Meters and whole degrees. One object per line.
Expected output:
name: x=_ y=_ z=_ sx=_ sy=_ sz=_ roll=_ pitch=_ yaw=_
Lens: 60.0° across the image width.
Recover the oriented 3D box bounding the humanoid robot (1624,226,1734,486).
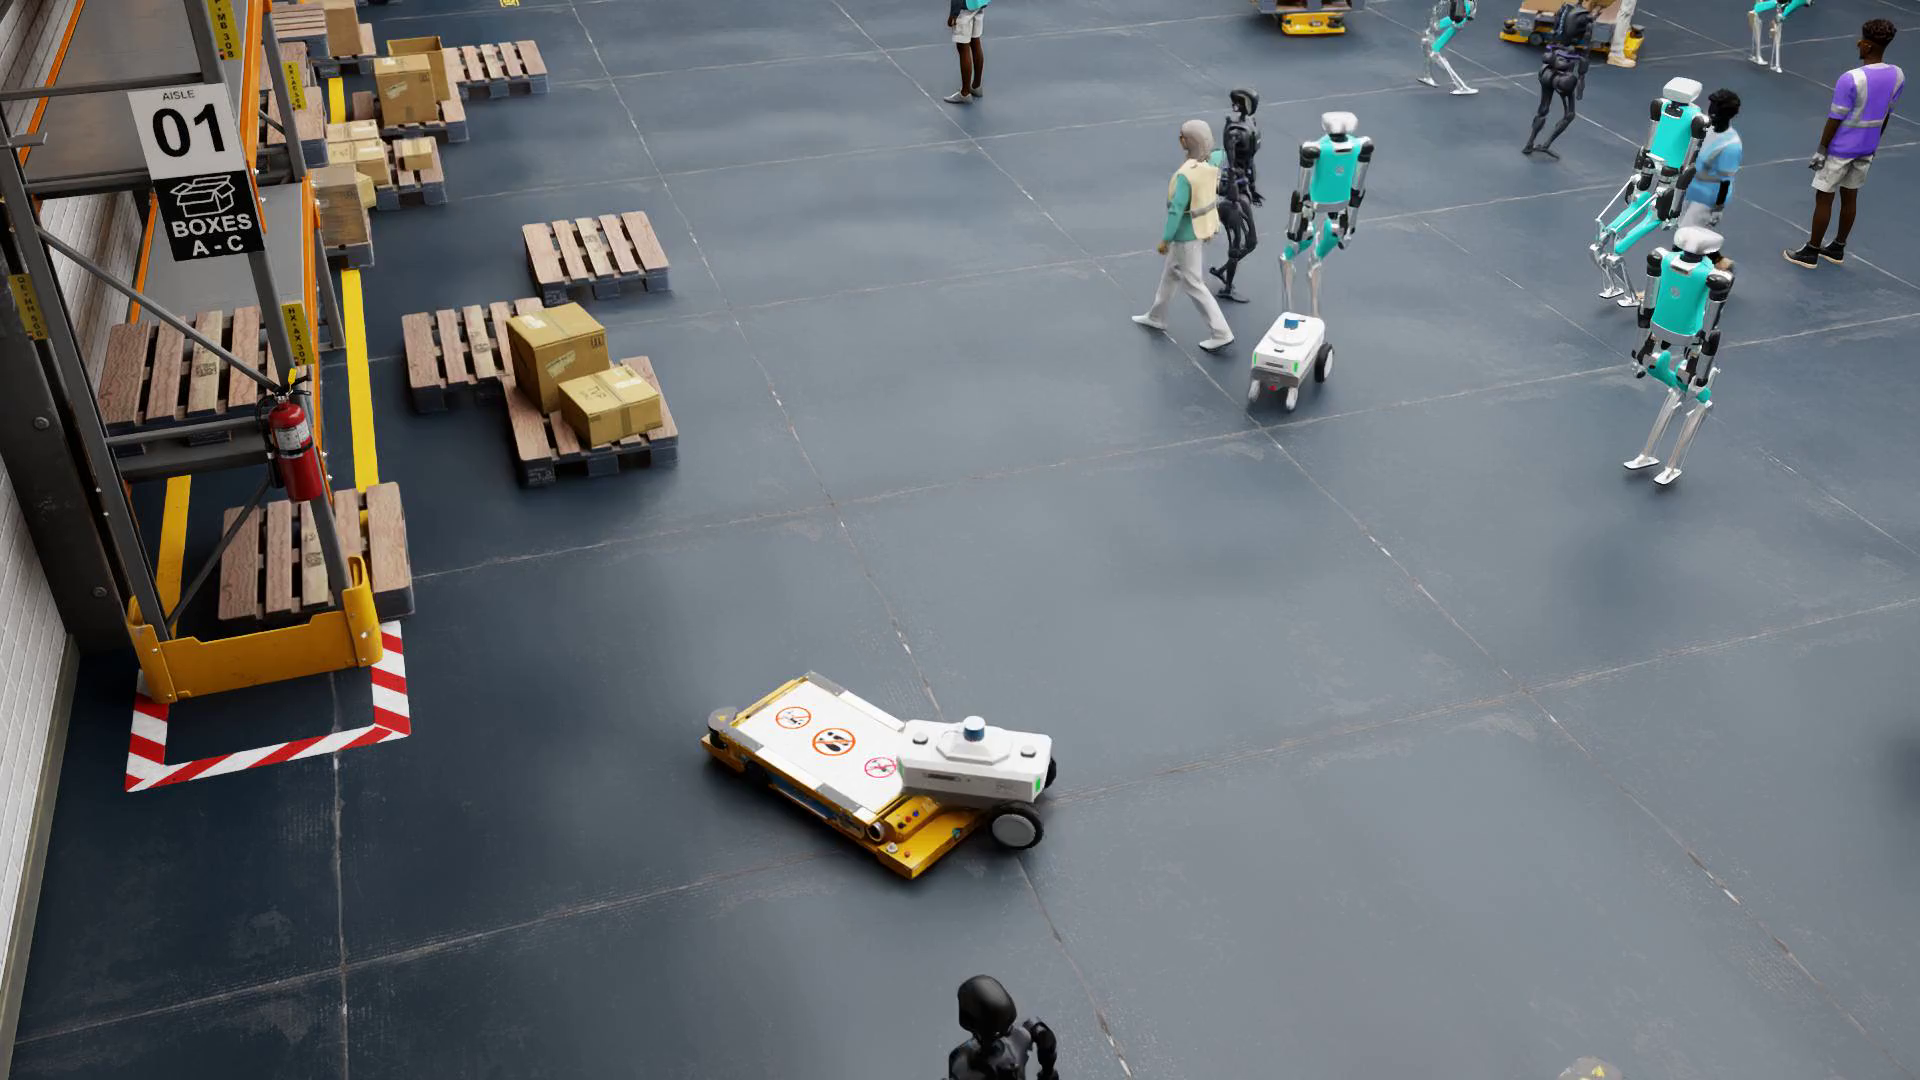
humanoid robot: x=4.478 y=-1.159 z=10.211 sx=0.734 sy=1.695 sz=0.531 roll=-22 pitch=39 yaw=-29

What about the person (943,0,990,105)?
person: x=0.084 y=-5.302 z=16.461 sx=0.414 sy=1.940 sz=0.560 roll=17 pitch=37 yaw=24

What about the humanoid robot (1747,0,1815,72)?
humanoid robot: x=8.570 y=-5.723 z=17.296 sx=0.546 sy=1.763 sz=0.833 roll=-14 pitch=36 yaw=-20

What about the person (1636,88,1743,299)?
person: x=5.630 y=-2.603 z=12.573 sx=0.751 sy=1.653 sz=0.564 roll=-2 pitch=33 yaw=-3

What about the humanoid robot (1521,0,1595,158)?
humanoid robot: x=5.474 y=-4.300 z=15.165 sx=0.352 sy=1.647 sz=0.602 roll=-9 pitch=34 yaw=-14

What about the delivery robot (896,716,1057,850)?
delivery robot: x=0.088 y=1.111 z=7.911 sx=0.815 sy=0.614 sz=0.499 roll=6 pitch=34 yaw=9

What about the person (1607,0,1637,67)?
person: x=7.156 y=-5.966 z=17.544 sx=0.341 sy=1.873 sz=0.461 roll=13 pitch=35 yaw=19

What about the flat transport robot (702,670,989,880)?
flat transport robot: x=-0.549 y=1.106 z=8.163 sx=1.431 sy=0.231 sz=0.659 roll=25 pitch=41 yaw=33

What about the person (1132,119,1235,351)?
person: x=1.658 y=-2.198 z=11.952 sx=0.829 sy=1.679 sz=0.488 roll=17 pitch=37 yaw=24

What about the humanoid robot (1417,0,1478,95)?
humanoid robot: x=4.903 y=-5.376 z=16.786 sx=0.891 sy=1.783 sz=0.578 roll=19 pitch=38 yaw=27

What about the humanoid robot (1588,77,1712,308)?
humanoid robot: x=4.984 y=-2.525 z=12.264 sx=0.735 sy=1.678 sz=0.533 roll=-12 pitch=35 yaw=-18

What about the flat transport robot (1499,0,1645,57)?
flat transport robot: x=6.813 y=-5.638 z=18.506 sx=1.431 sy=0.231 sz=0.659 roll=17 pitch=37 yaw=24

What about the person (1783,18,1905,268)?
person: x=6.985 y=-3.100 z=13.072 sx=0.605 sy=1.958 sz=0.375 roll=-12 pitch=35 yaw=-17

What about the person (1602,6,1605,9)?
person: x=7.650 y=-6.882 z=19.125 sx=0.462 sy=1.676 sz=0.366 roll=20 pitch=38 yaw=28

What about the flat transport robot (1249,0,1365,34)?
flat transport robot: x=3.943 y=-6.150 z=19.290 sx=0.659 sy=0.231 sz=1.431 roll=-3 pitch=33 yaw=-5

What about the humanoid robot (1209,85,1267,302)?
humanoid robot: x=2.091 y=-2.614 z=12.574 sx=0.370 sy=1.645 sz=0.602 roll=15 pitch=36 yaw=22

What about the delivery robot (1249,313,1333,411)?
delivery robot: x=2.289 y=-1.290 z=11.587 sx=0.499 sy=0.606 sz=0.796 roll=15 pitch=36 yaw=21

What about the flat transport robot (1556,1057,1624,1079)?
flat transport robot: x=2.164 y=2.488 z=6.043 sx=1.431 sy=0.231 sz=0.659 roll=-26 pitch=41 yaw=-33

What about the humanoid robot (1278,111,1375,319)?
humanoid robot: x=2.556 y=-2.318 z=12.075 sx=0.530 sy=1.775 sz=0.771 roll=-7 pitch=34 yaw=-10

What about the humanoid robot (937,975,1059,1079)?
humanoid robot: x=0.093 y=2.046 z=5.433 sx=0.605 sy=1.640 sz=0.470 roll=-25 pitch=41 yaw=-33
